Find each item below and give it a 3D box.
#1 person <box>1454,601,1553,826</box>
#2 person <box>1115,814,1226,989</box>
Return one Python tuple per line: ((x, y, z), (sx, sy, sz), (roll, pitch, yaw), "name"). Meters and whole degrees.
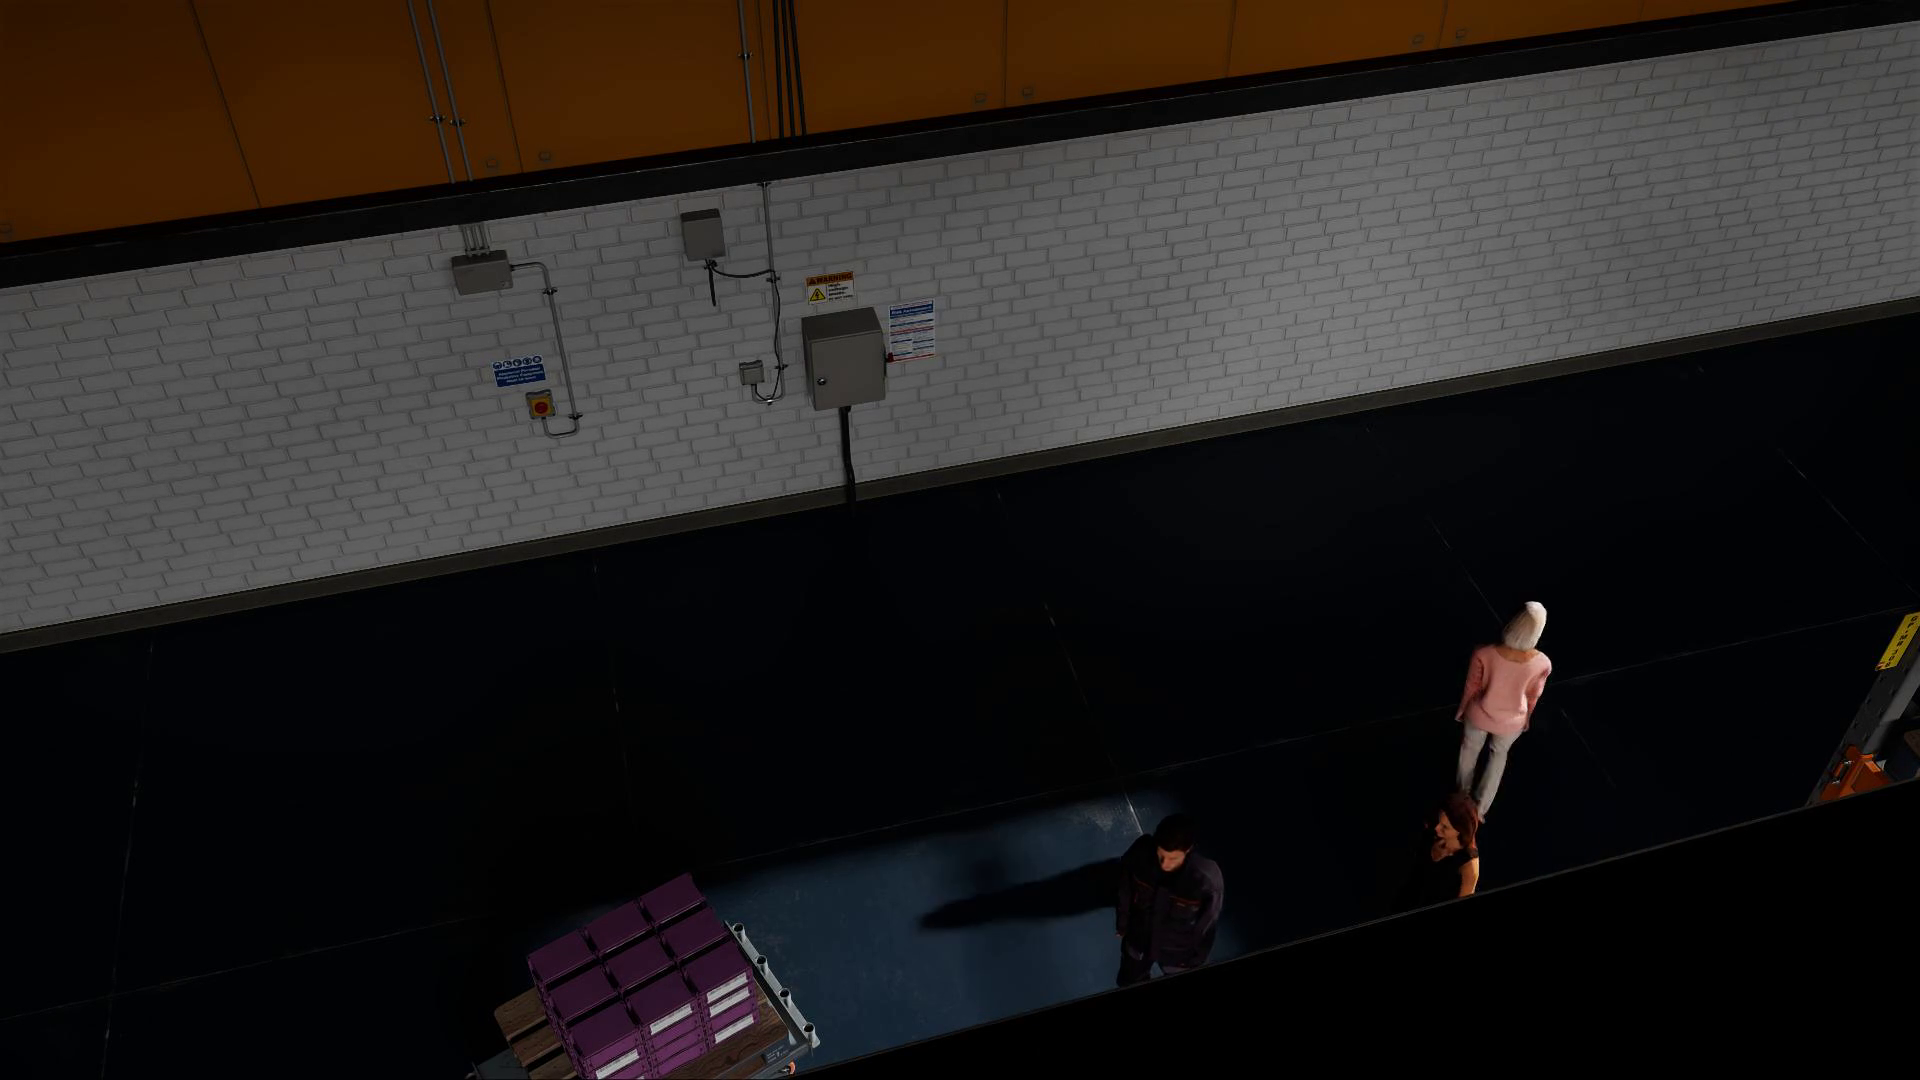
((3.127, 1.077, 9.719), (0.823, 1.707, 0.932), (11, 45, 11), "person")
((1.062, 2.007, 8.575), (0.786, 1.938, 0.830), (19, 47, 19), "person")
